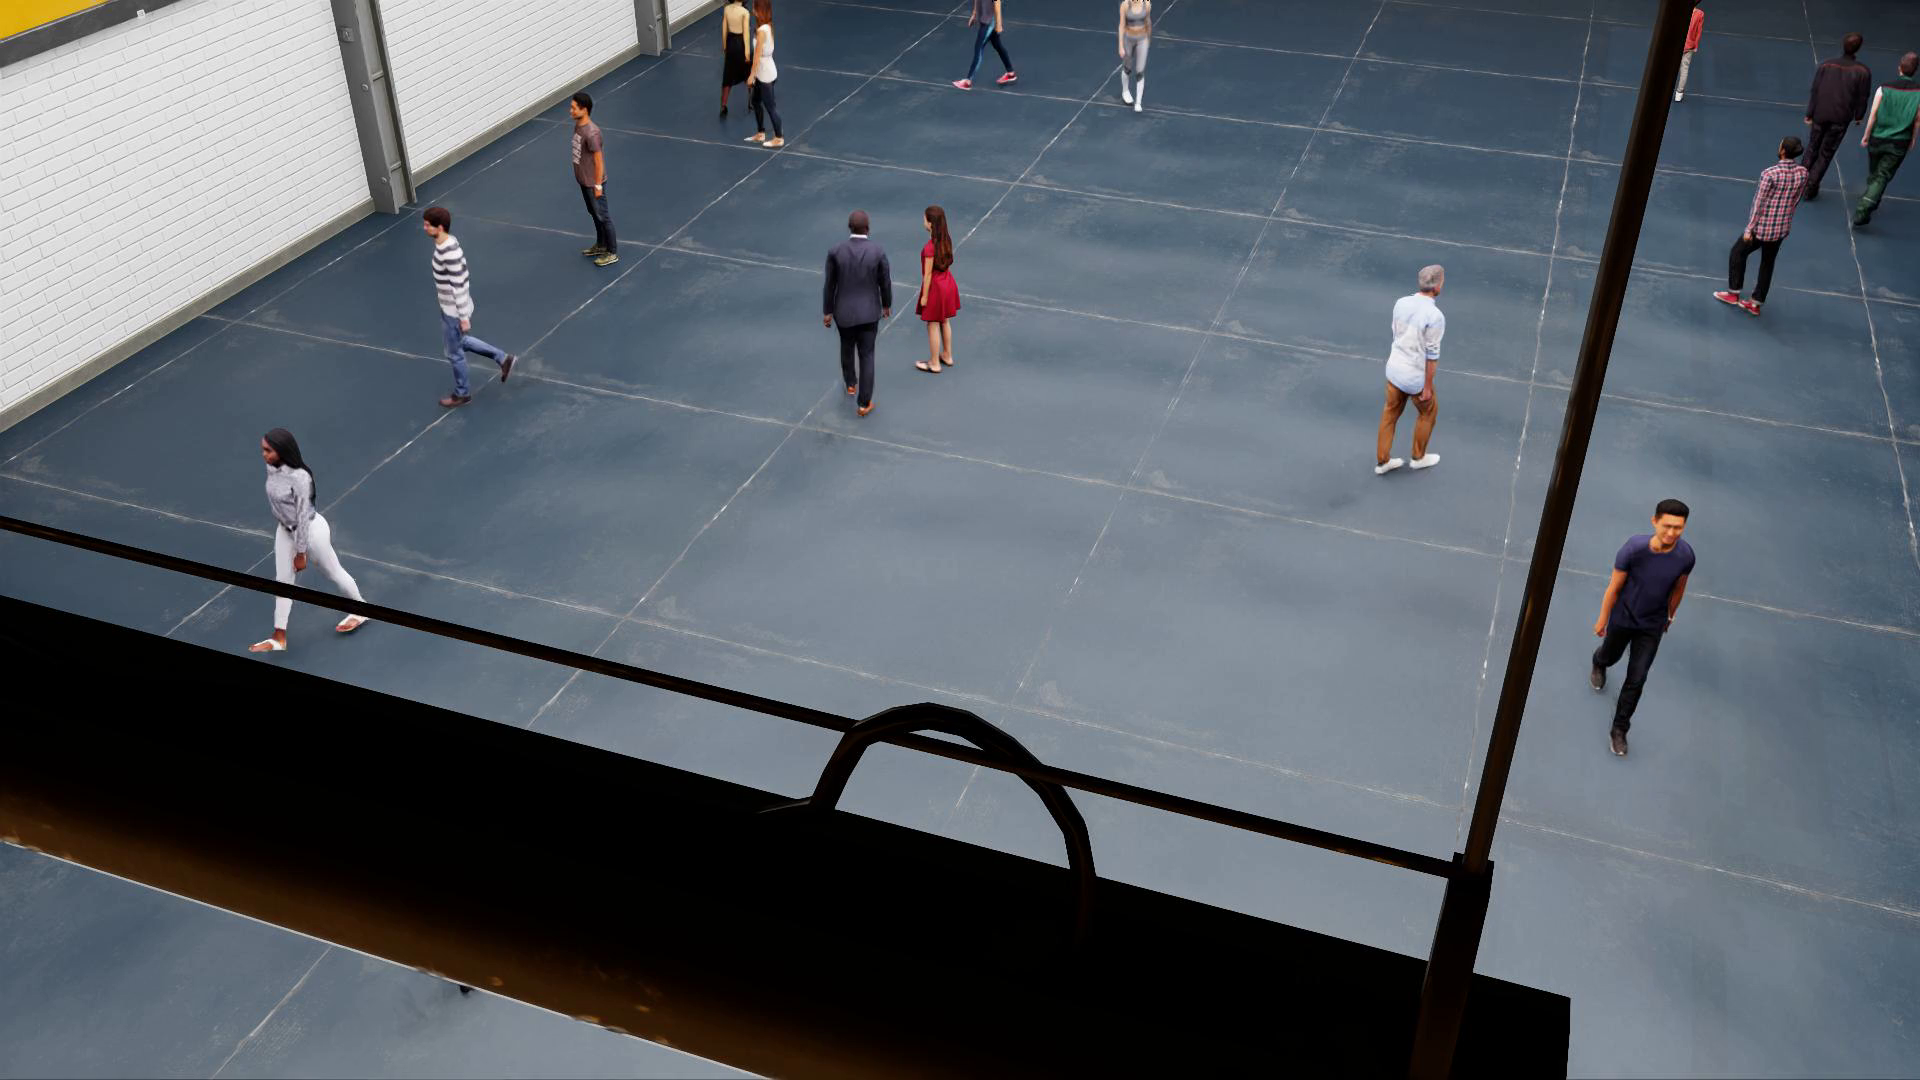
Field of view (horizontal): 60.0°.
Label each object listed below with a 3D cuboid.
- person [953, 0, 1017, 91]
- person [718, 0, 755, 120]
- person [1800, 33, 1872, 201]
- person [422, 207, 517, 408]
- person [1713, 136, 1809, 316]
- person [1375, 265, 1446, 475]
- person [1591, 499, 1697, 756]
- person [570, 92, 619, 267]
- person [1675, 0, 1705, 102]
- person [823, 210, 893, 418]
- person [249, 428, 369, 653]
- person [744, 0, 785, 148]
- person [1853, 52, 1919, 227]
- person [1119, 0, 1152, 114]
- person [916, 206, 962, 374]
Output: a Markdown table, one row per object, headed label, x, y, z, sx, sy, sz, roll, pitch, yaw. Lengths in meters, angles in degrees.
| label | x | y | z | sx | sy | sz | roll | pitch | yaw |
| --- | --- | --- | --- | --- | --- | --- | --- | --- | --- |
| person | 0.455 | -6.675 | 21.522 | 1.143 | 1.666 | 1.123 | -13 | 36 | -18 |
| person | -2.793 | -6.018 | 20.572 | 0.666 | 1.623 | 0.777 | 14 | 36 | 20 |
| person | 9.568 | -4.628 | 18.300 | 0.878 | 1.824 | 0.858 | -29 | 43 | -36 |
| person | -4.265 | -2.028 | 14.385 | 1.071 | 1.828 | 1.024 | -13 | 36 | -19 |
| person | 7.754 | -2.970 | 15.870 | 0.896 | 1.752 | 0.940 | -7 | 34 | -11 |
| person | 3.560 | -1.317 | 13.333 | 0.982 | 1.809 | 0.919 | -20 | 38 | -27 |
| person | 4.339 | 0.458 | 10.701 | 0.733 | 1.766 | 1.126 | 7 | 34 | 10 |
| person | -3.728 | -3.682 | 16.918 | 0.743 | 1.778 | 0.708 | -19 | 38 | -26 |
| person | 9.222 | -6.322 | 21.217 | 0.543 | 1.416 | 0.497 | 7 | 34 | 10 |
| person | -0.883 | -1.886 | 14.200 | 0.864 | 1.797 | 0.974 | 3 | 34 | 5 |
| person | -4.457 | -0.037 | 11.521 | 0.858 | 1.683 | 1.165 | 24 | 40 | 31 |
| person | -2.215 | -5.498 | 19.658 | 0.815 | 1.770 | 0.770 | -3 | 34 | -4 |
| person | 9.872 | -4.203 | 17.696 | 0.908 | 1.786 | 1.226 | 25 | 41 | 32 |
| person | 2.184 | -6.237 | 20.889 | 0.877 | 1.637 | 1.164 | -3 | 34 | -4 |
| person | -0.197 | -2.266 | 14.993 | 0.662 | 1.550 | 0.593 | 19 | 38 | 26 |
